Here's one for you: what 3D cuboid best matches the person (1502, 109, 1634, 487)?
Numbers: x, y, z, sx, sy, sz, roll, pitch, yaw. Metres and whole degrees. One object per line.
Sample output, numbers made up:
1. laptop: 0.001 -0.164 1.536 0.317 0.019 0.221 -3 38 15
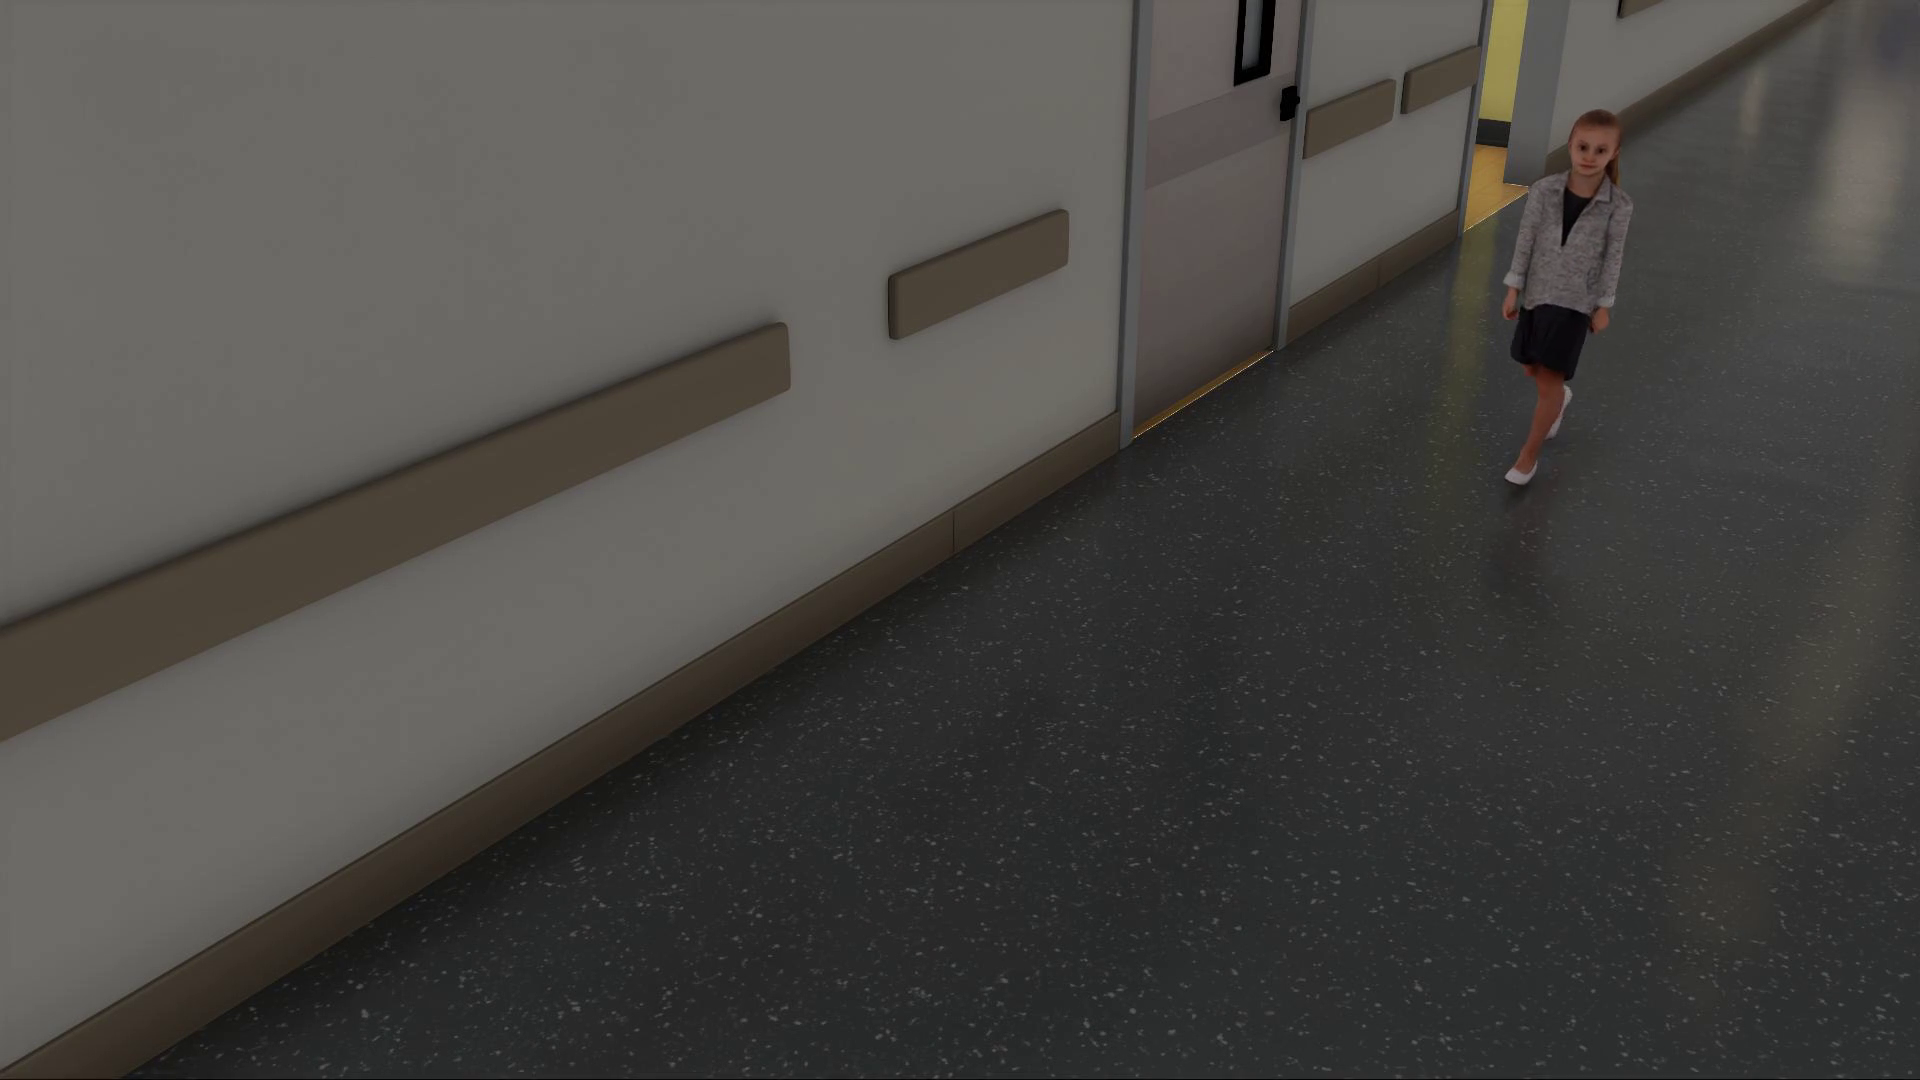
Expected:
1. person: 2.088 -0.848 5.741 0.808 1.254 0.610 21 33 37
